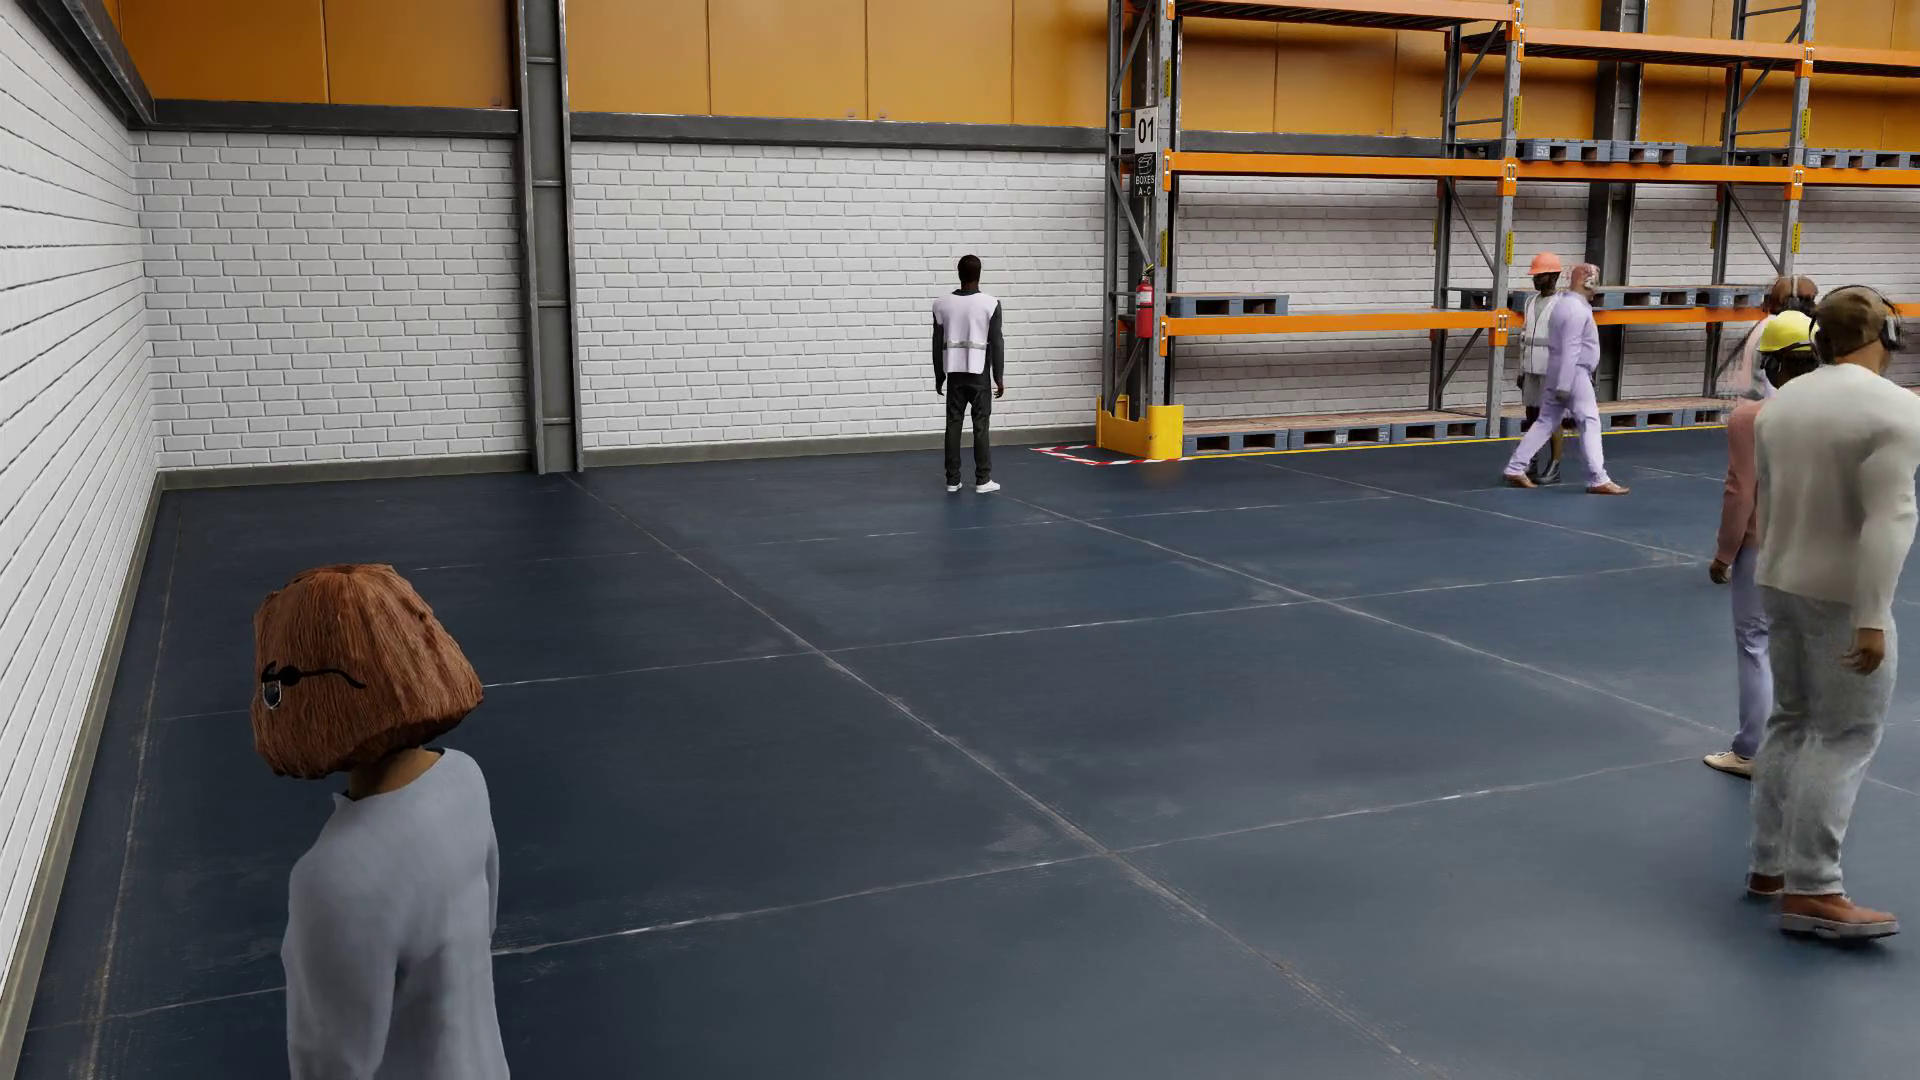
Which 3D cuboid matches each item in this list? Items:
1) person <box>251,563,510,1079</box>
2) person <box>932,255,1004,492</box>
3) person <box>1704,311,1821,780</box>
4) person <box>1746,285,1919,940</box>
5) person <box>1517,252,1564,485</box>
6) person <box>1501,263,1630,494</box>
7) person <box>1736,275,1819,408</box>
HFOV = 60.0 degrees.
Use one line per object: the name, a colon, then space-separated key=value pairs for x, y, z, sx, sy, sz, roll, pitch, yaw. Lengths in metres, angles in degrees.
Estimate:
person: x=-0.719 y=0.834 z=2.167 sx=0.270 sy=1.627 sz=0.497 roll=0 pitch=10 yaw=0
person: x=0.068 y=-1.335 z=13.443 sx=0.597 sy=1.916 sz=0.379 roll=3 pitch=11 yaw=18
person: x=3.080 y=0.025 z=6.285 sx=0.533 sy=1.767 sz=0.327 roll=-2 pitch=10 yaw=-12
person: x=2.595 y=0.196 z=4.981 sx=0.475 sy=1.895 sz=0.736 roll=-2 pitch=10 yaw=-9
person: x=4.870 y=-1.431 z=13.924 sx=0.373 sy=1.934 sz=0.551 roll=-5 pitch=11 yaw=-25
person: x=4.902 y=-1.302 z=13.446 sx=0.921 sy=1.863 sz=0.626 roll=1 pitch=10 yaw=5
person: x=4.788 y=-0.611 z=9.650 sx=0.536 sy=1.826 sz=0.659 roll=3 pitch=11 yaw=15
